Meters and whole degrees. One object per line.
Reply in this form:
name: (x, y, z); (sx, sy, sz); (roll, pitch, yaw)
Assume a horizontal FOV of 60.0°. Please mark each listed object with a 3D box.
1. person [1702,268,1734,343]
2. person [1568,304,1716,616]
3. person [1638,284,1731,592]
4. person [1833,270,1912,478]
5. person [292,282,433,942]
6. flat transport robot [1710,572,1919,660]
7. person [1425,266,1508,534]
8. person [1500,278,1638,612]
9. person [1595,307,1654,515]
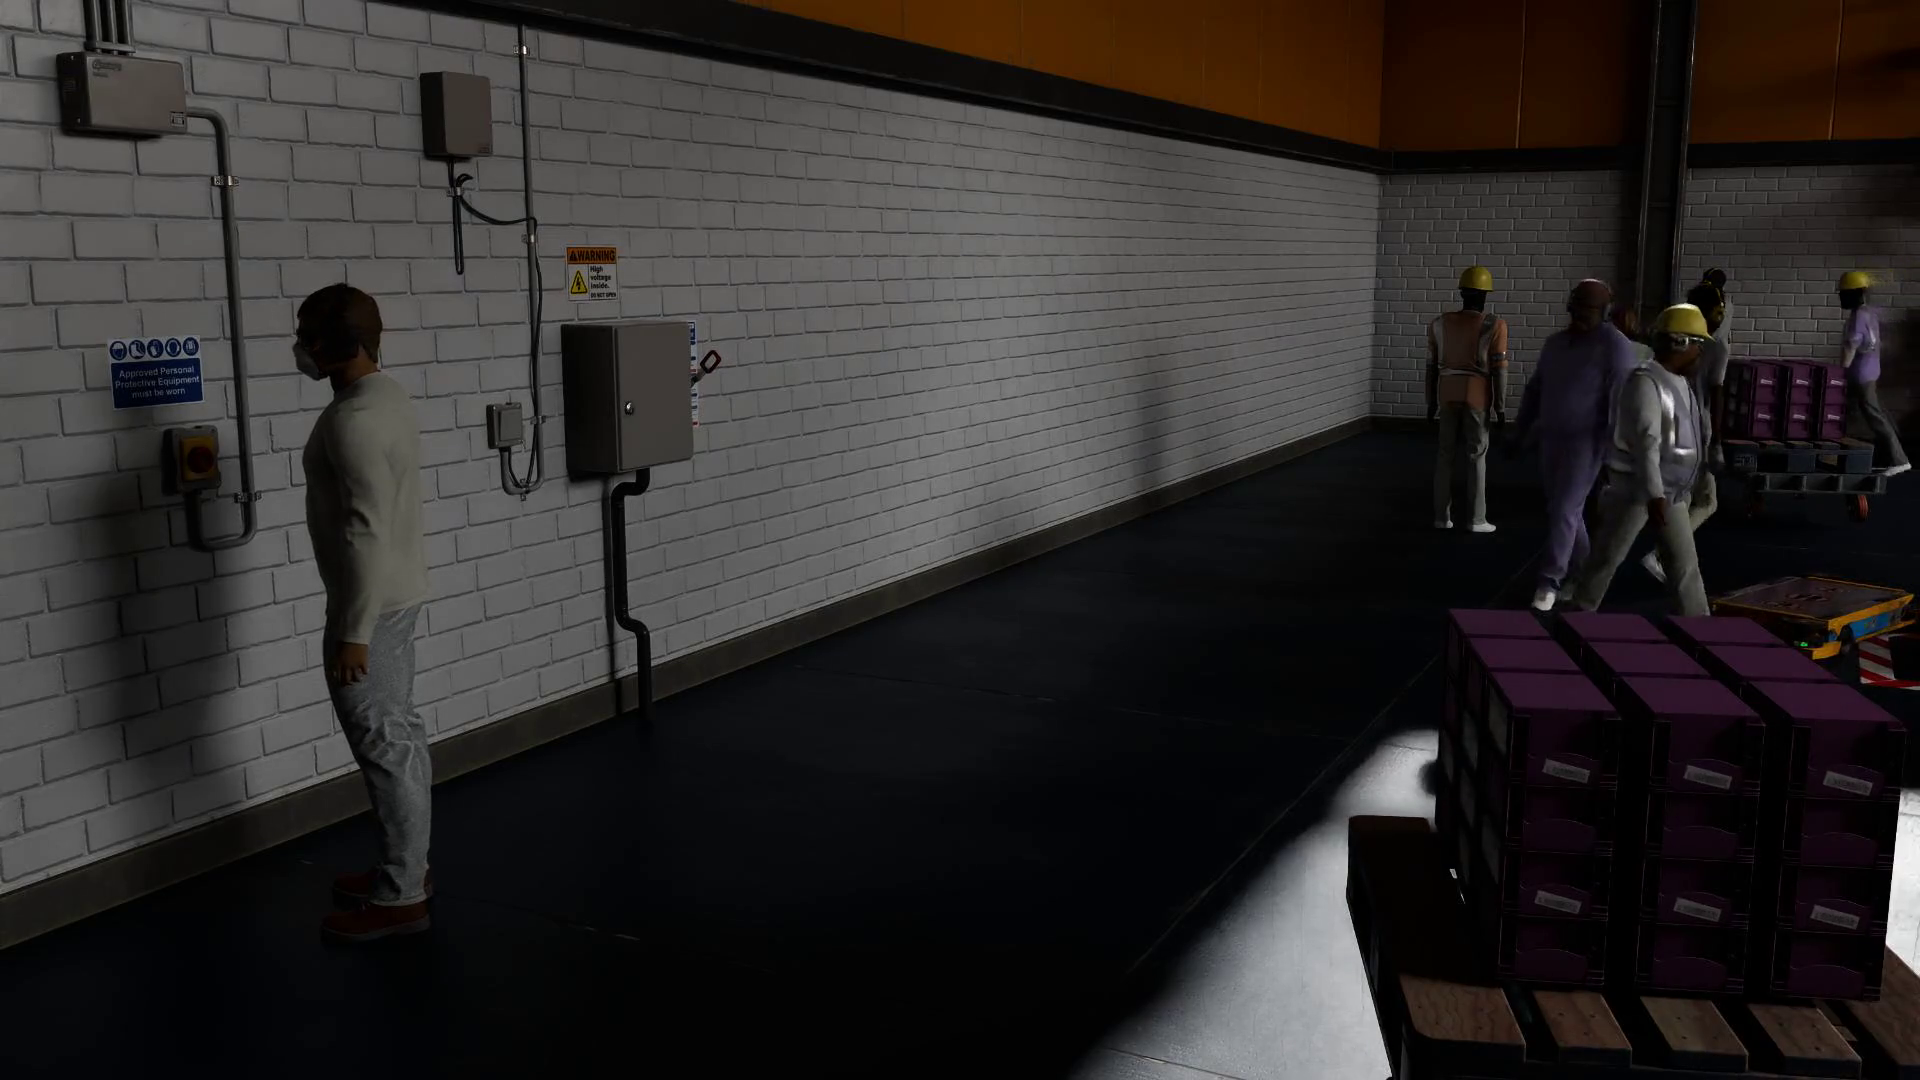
person: (7.344, -1.719, 16.322); (0.534, 1.869, 0.311); (-6, 12, -33)
person: (3.377, -0.245, 8.063); (0.674, 1.772, 0.933); (-9, 13, -41)
person: (4.276, -0.586, 9.847); (0.518, 1.841, 0.576); (-4, 11, -22)
person: (8.188, -1.506, 15.093); (0.988, 1.877, 0.586); (5, 11, 25)
person: (-1.764, 0.212, 4.946); (0.360, 1.937, 0.635); (-2, 10, -12)
flat transport robot: (4.495, 0.383, 8.774); (1.431, 0.197, 0.652); (-8, 13, -39)
person: (3.670, -1.009, 12.045); (0.593, 1.925, 0.384); (8, 12, 38)
person: (3.473, -0.544, 9.497); (0.577, 1.882, 0.757); (-3, 10, -19)
person: (5.052, -0.980, 12.799); (0.518, 1.611, 0.689); (2, 10, 13)
